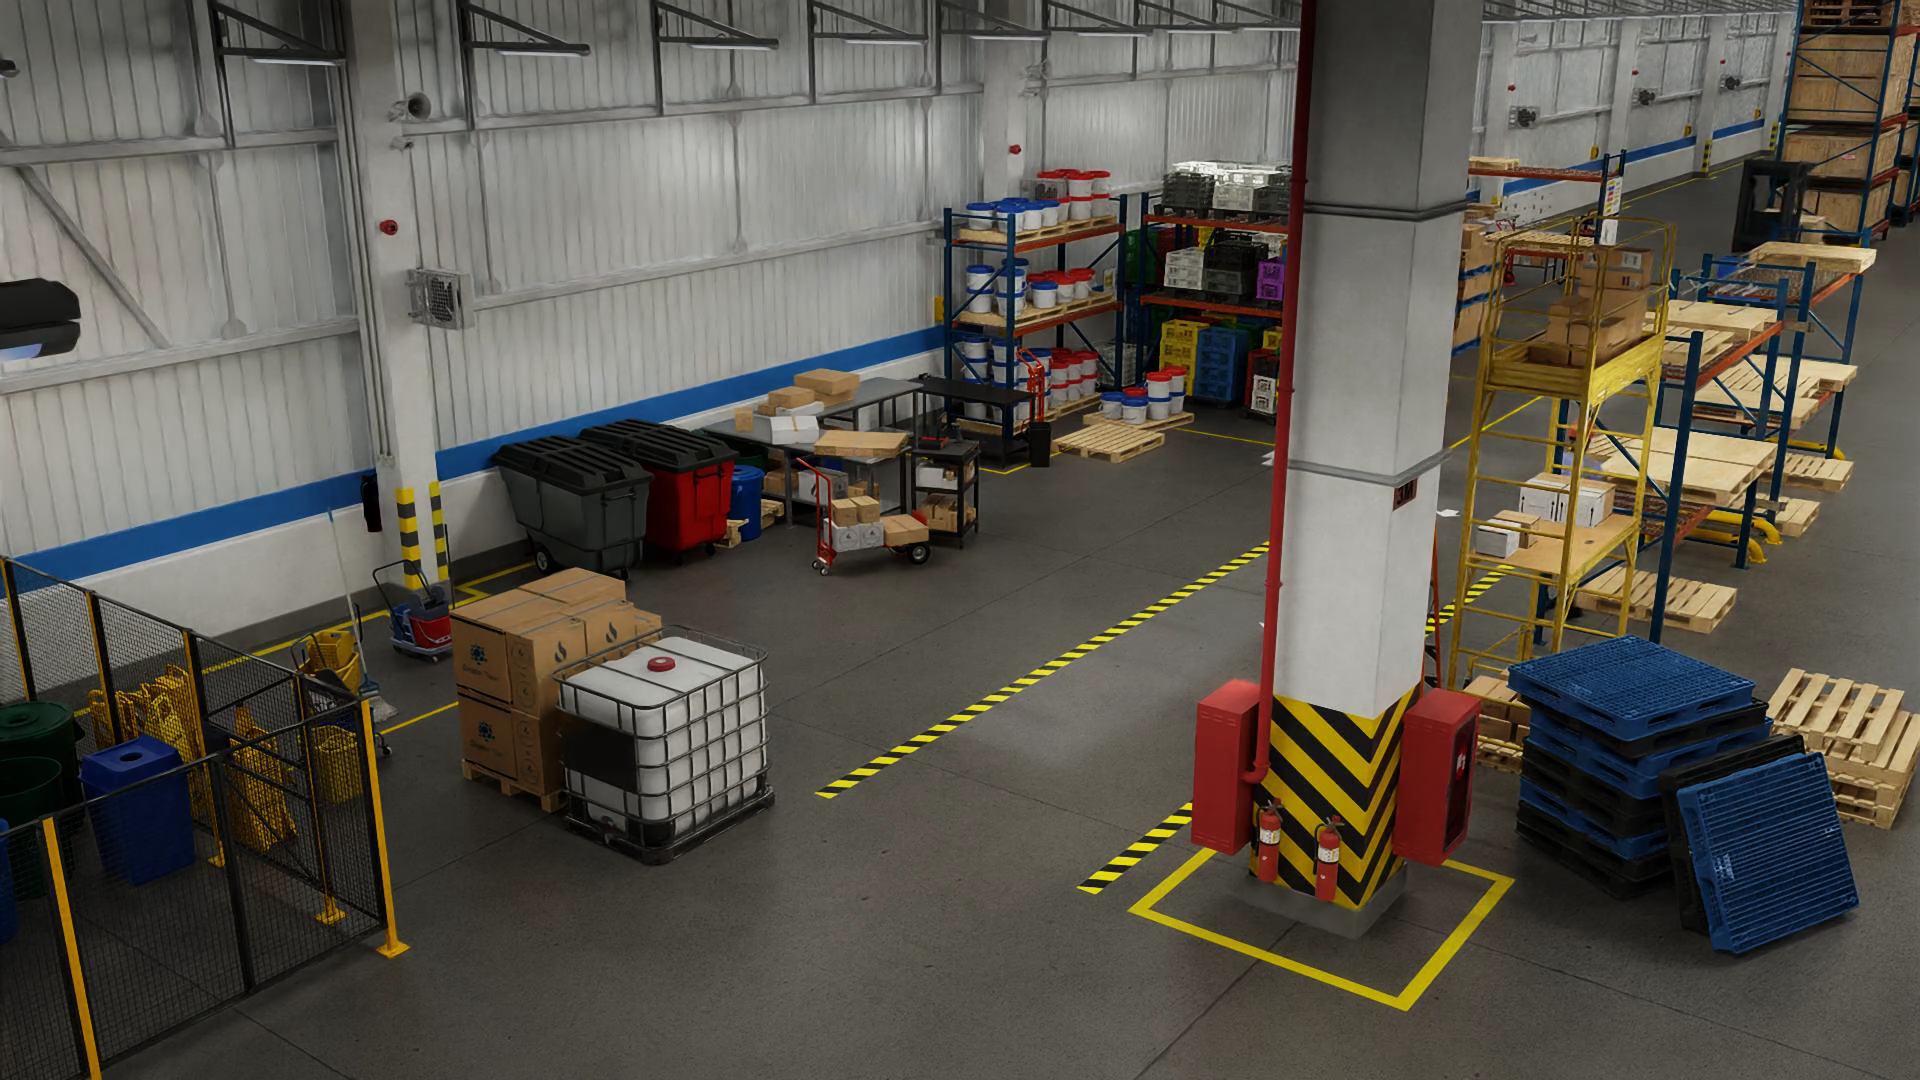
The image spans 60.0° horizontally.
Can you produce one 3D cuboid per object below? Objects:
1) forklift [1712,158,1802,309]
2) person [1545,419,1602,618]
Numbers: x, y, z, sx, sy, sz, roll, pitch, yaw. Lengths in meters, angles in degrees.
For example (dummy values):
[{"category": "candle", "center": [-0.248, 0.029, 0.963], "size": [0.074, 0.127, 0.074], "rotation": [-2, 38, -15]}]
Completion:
[{"category": "forklift", "center": [14.921, -5.662, 30.950], "size": [1.129, 2.768, 1.873], "rotation": [13, 22, 34]}, {"category": "person", "center": [5.784, -0.208, 15.774], "size": [0.393, 1.928, 0.549], "rotation": [-16, 24, -41]}]
